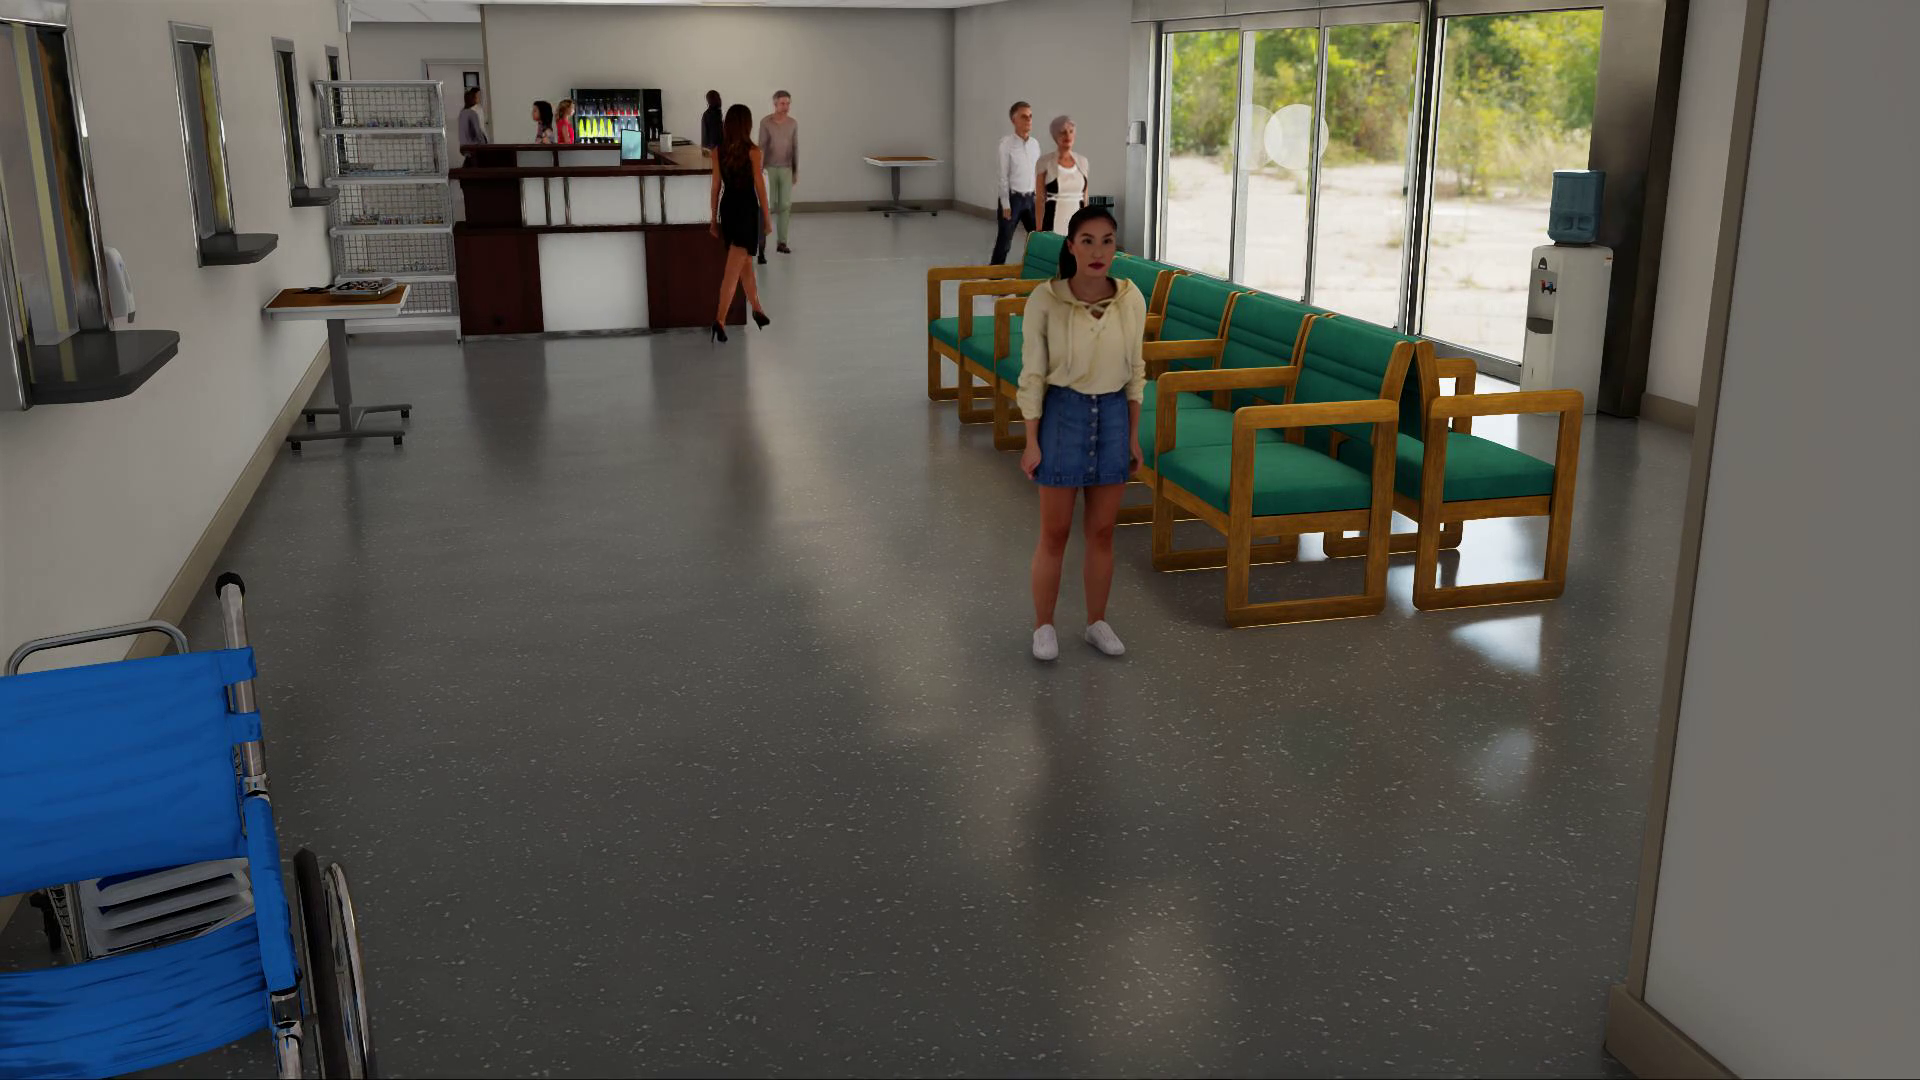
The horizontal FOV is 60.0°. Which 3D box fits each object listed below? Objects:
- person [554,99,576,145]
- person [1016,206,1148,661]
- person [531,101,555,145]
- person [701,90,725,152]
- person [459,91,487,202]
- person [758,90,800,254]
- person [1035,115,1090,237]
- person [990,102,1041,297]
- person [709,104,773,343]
[{"bbox_3d":[-5.585,-5.205,23.033,1.142,1.665,0.812,1,16,4],"label":"person"},{"bbox_3d":[0.443,-0.376,5.965,0.460,1.630,0.694,-4,16,-14],"label":"person"},{"bbox_3d":[-4.893,-4.375,19.980,0.861,1.724,0.654,-6,17,-19],"label":"person"},{"bbox_3d":[-3.596,-5.480,23.735,0.805,1.812,0.751,-6,17,-20],"label":"person"},{"bbox_3d":[-8.035,-6.376,27.045,0.802,1.742,0.832,13,20,38],"label":"person"},{"bbox_3d":[-2.168,-4.293,19.461,0.827,1.847,0.826,-6,17,-19],"label":"person"},{"bbox_3d":[0.752,-2.380,12.911,0.948,1.719,0.695,-5,17,-17],"label":"person"},{"bbox_3d":[0.484,-3.097,15.361,1.177,1.771,0.979,-10,19,-32],"label":"person"},{"bbox_3d":[-1.727,-2.359,12.746,1.151,1.769,1.094,6,17,20],"label":"person"}]
